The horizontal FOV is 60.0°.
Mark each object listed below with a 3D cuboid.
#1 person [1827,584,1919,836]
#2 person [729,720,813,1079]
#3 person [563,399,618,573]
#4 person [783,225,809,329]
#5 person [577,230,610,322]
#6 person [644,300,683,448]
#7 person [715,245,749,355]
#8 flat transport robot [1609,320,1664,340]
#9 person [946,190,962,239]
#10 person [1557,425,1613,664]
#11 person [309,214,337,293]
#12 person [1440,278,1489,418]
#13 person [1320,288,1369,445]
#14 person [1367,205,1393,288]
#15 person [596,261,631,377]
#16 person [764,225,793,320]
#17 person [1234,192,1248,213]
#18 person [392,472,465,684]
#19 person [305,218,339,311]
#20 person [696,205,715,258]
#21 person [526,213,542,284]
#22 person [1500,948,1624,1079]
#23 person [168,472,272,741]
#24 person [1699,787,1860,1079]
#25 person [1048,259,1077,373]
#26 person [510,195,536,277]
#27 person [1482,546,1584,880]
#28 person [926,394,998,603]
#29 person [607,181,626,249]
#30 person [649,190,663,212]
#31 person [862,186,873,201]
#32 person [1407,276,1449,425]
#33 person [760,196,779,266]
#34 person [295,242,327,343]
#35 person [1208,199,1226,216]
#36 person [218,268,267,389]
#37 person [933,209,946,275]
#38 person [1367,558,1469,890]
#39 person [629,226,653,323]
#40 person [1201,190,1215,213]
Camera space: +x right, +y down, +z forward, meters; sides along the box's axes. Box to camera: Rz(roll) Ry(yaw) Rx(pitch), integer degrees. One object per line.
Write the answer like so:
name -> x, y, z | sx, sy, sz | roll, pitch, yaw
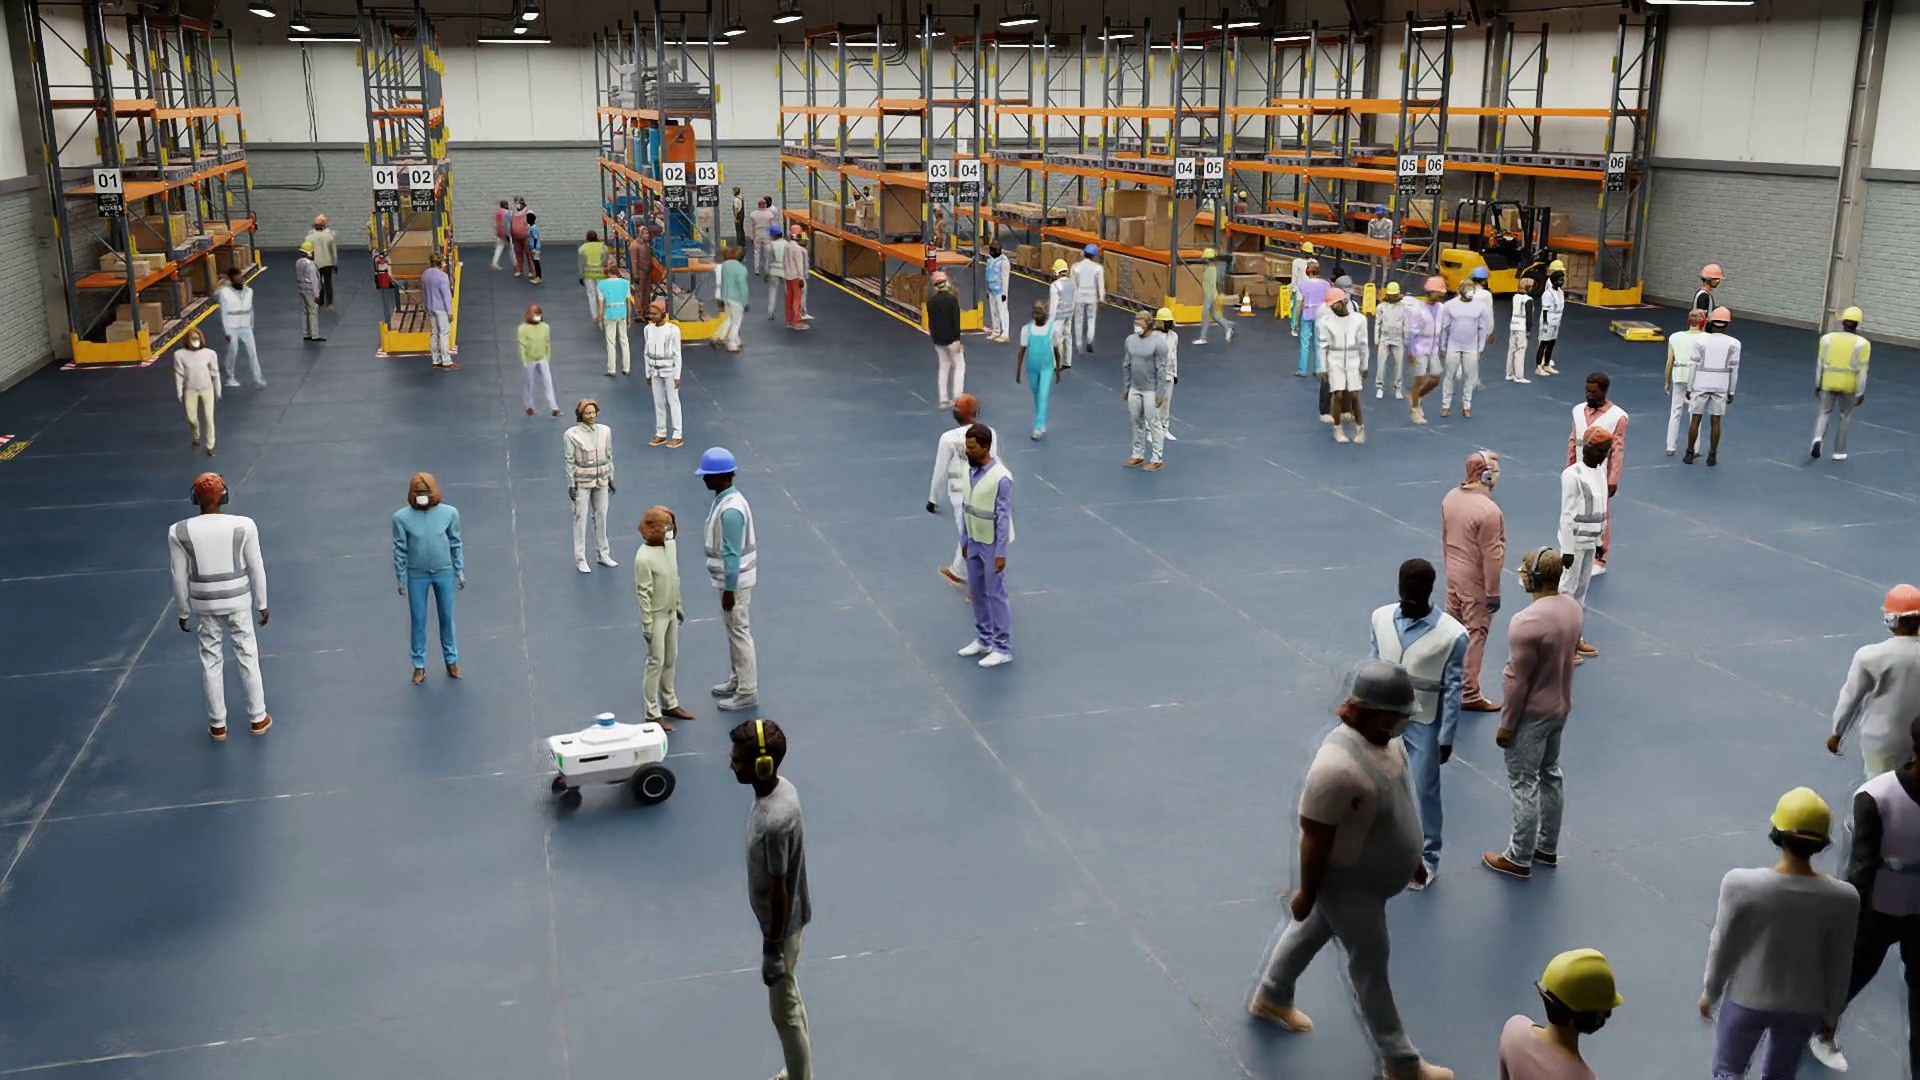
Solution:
person -> 5.262, 1.074, 9.510 | 0.567, 1.709, 0.872 | -1, 15, -3
person -> -0.796, 1.643, 7.112 | 0.327, 1.861, 0.505 | -3, 15, -9
person -> -3.481, -0.521, 15.667 | 0.309, 1.641, 0.514 | 14, 20, 42
person -> -3.186, -5.076, 32.131 | 0.392, 1.991, 0.612 | -10, 18, -34
person -> -7.265, -5.240, 33.047 | 0.660, 1.831, 0.436 | -2, 15, -9
person -> -3.788, -2.118, 21.226 | 0.573, 1.880, 0.355 | 8, 17, 28
person -> -3.889, -4.128, 28.728 | 0.482, 1.903, 0.665 | -12, 19, -39
flat transport robot -> 12.660, -3.934, 31.134 | 0.652, 0.197, 1.431 | 2, 15, 8
person -> -0.183, -10.328, 52.598 | 0.501, 1.628, 0.279 | 1, 15, 5
person -> 4.912, 0.027, 13.132 | 0.573, 1.887, 0.355 | -14, 21, -43
person -> -14.361, -6.432, 37.557 | 0.597, 1.821, 0.569 | -6, 16, -22
person -> 7.001, -2.676, 23.200 | 0.635, 1.940, 0.367 | 4, 15, 13
person -> 4.976, -2.225, 21.423 | 0.706, 1.995, 0.507 | 2, 15, 9
person -> 9.862, -6.911, 39.138 | 0.611, 1.939, 0.412 | 8, 17, 28
person -> -5.517, -3.532, 26.599 | 0.567, 1.846, 0.389 | -10, 18, -34
person -> -3.630, -5.401, 33.555 | 0.678, 1.901, 0.683 | -5, 16, -18
person -> 8.050, -9.087, 47.662 | 0.329, 1.765, 0.526 | -9, 17, -31
person -> -4.031, 0.281, 12.662 | 0.507, 1.631, 0.274 | -6, 16, -23
person -> -13.393, -5.776, 34.917 | 0.682, 1.928, 1.056 | -6, 16, -22
person -> -7.103, -8.711, 46.036 | 0.585, 1.868, 1.000 | 8, 17, 27
person -> -10.248, -7.013, 39.981 | 0.317, 1.697, 0.540 | -5, 16, -19
person -> 1.927, 2.139, 5.433 | 0.345, 1.756, 0.518 | -5, 16, -18
person -> -5.101, 0.460, 11.506 | 0.583, 1.882, 0.338 | -6, 16, -21
person -> 3.232, 1.840, 6.556 | 0.523, 1.754, 0.582 | 2, 15, 8
person -> 1.626, -3.635, 27.010 | 0.403, 1.835, 0.586 | 13, 20, 40
person -> -10.932, -7.579, 41.457 | 0.682, 2.000, 0.535 | 4, 15, 13
person -> 3.279, 0.983, 9.466 | 0.623, 1.932, 0.370 | -14, 20, -41
person -> 0.006, -0.385, 14.771 | 0.581, 1.834, 0.968 | -11, 19, -37
person -> -10.056, -9.561, 49.000 | 0.610, 1.996, 0.379 | 0, 15, 1
person -> -8.392, -8.757, 46.138 | 0.596, 1.915, 0.402 | 14, 20, 42
person -> -2.711, -9.528, 49.148 | 0.513, 1.861, 0.328 | 12, 19, 38
person -> 6.346, -2.583, 22.701 | 0.666, 2.022, 0.469 | -8, 17, -26
person -> -5.097, -8.209, 44.210 | 0.625, 1.844, 0.429 | 11, 19, 36
person -> -11.862, -4.517, 30.364 | 0.590, 1.823, 0.404 | 13, 20, 40
person -> 7.334, -8.956, 47.344 | 0.535, 1.658, 0.798 | -4, 15, -14
person -> -11.002, -3.226, 25.432 | 1.024, 1.849, 0.645 | 10, 18, 33
person -> -0.519, -7.524, 42.025 | 0.310, 1.638, 0.513 | -5, 16, -19
person -> 2.555, 1.013, 9.389 | 0.386, 1.909, 0.588 | -14, 20, -42
person -> -6.299, -5.285, 33.114 | 0.401, 1.894, 0.654 | 5, 16, 19
person -> 7.127, -9.312, 48.204 | 0.434, 1.921, 0.575 | 12, 19, 37
